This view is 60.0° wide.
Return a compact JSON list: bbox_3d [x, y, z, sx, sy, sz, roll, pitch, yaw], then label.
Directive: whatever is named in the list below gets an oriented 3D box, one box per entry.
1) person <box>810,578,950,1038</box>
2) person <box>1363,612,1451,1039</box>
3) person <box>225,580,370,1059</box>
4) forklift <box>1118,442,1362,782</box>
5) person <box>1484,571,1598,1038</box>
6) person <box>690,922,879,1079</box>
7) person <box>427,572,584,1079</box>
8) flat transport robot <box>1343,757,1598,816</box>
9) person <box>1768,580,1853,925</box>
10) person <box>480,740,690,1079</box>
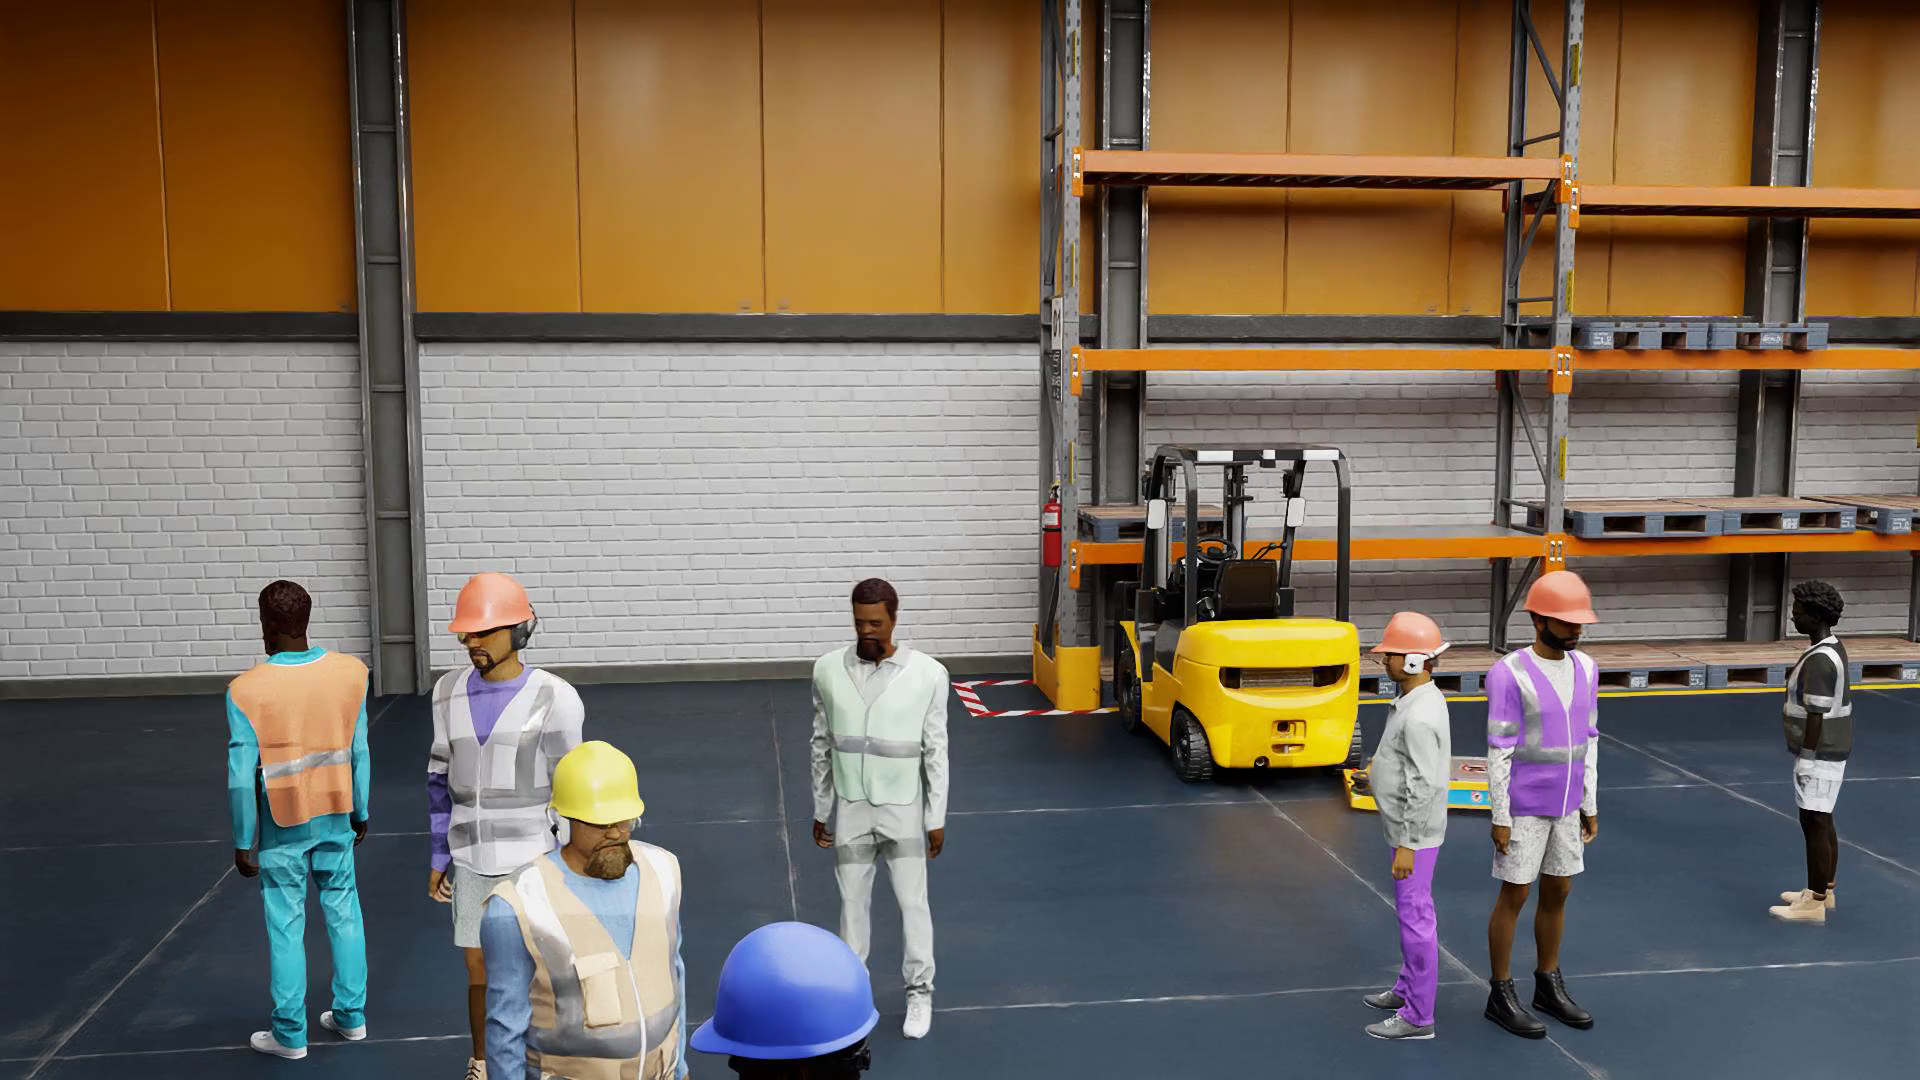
[{"bbox_3d":[-0.322,1.093,6.862,0.591,1.906,0.405,2,7,15],"label":"person"},{"bbox_3d":[1.843,1.165,6.864,0.329,1.752,0.563,2,7,13],"label":"person"},{"bbox_3d":[-2.628,1.113,6.659,0.397,1.911,0.587,5,9,40],"label":"person"},{"bbox_3d":[1.912,0.418,11.496,1.214,2.155,2.313,-1,7,-8],"label":"forklift"},{"bbox_3d":[2.419,1.081,6.854,0.544,1.930,0.388,-3,7,-24],"label":"person"},{"bbox_3d":[-0.212,1.555,2.662,0.415,1.939,0.604,2,7,20],"label":"person"},{"bbox_3d":[-1.636,1.127,5.940,0.607,2.044,0.374,2,7,16],"label":"person"},{"bbox_3d":[3.129,1.508,10.292,1.431,0.197,0.652,1,7,8],"label":"flat transport robot"},{"bbox_3d":[4.233,1.043,8.226,0.320,1.688,0.536,4,8,31],"label":"person"},{"bbox_3d":[-0.937,1.416,4.328,0.403,1.830,0.600,6,9,44],"label":"person"}]
